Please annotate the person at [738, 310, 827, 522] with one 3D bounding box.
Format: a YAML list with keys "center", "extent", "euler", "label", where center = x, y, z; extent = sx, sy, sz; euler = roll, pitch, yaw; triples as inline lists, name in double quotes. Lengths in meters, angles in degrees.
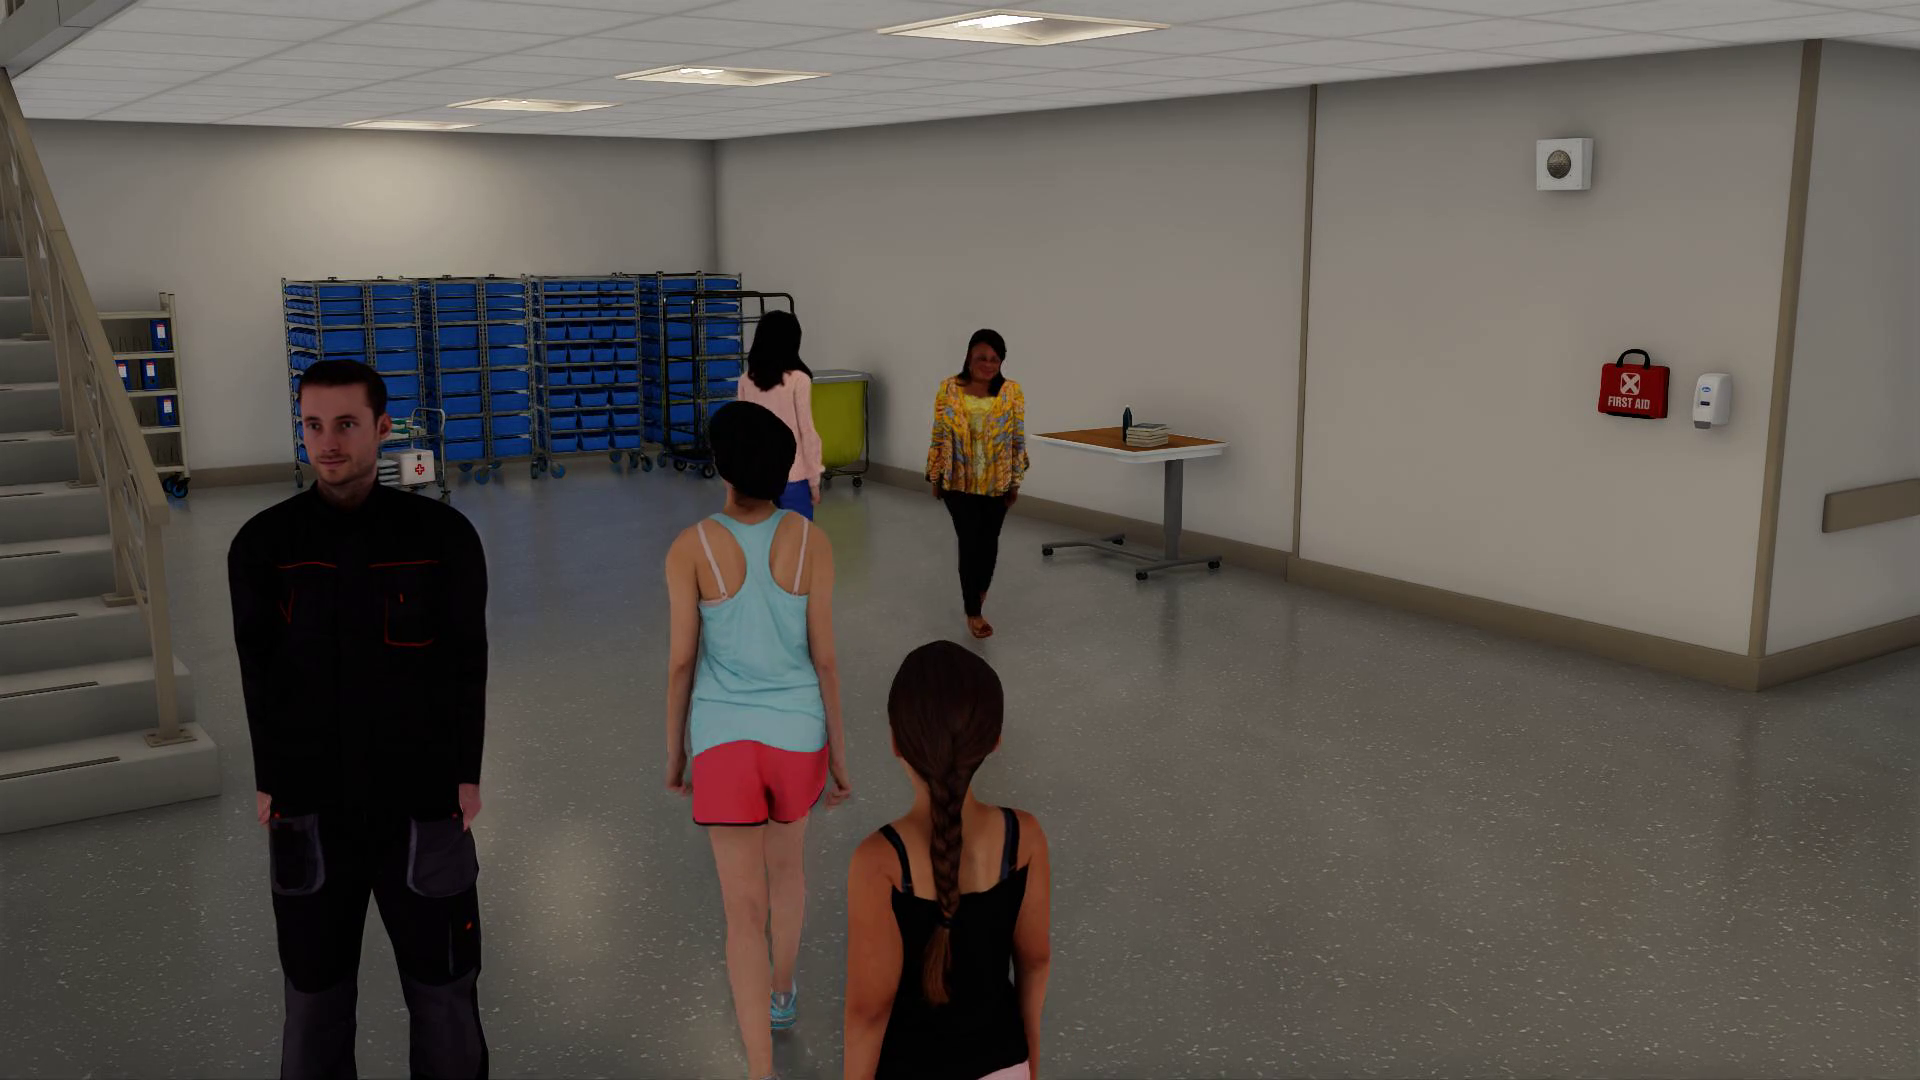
- center: [-0.908, -0.273, 8.364]
  extent: [0.626, 1.769, 0.778]
  euler: [7, 13, 31]
  label: "person"

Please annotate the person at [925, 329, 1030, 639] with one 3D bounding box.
- center: [0.085, -0.301, 8.929]
  extent: [0.979, 1.615, 1.122]
  euler: [0, 11, 0]
  label: "person"

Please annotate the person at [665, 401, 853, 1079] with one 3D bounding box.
- center: [-0.490, 0.572, 4.047]
  extent: [0.944, 1.718, 1.277]
  euler: [-2, 11, -11]
  label: "person"

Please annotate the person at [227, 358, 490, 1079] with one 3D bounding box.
- center: [-1.290, 0.554, 3.616]
  extent: [0.771, 1.915, 0.746]
  euler: [-2, 11, -10]
  label: "person"

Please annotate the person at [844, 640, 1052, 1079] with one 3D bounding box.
- center: [-0.019, 0.917, 2.645]
  extent: [0.551, 1.564, 0.534]
  euler: [-6, 12, -27]
  label: "person"
